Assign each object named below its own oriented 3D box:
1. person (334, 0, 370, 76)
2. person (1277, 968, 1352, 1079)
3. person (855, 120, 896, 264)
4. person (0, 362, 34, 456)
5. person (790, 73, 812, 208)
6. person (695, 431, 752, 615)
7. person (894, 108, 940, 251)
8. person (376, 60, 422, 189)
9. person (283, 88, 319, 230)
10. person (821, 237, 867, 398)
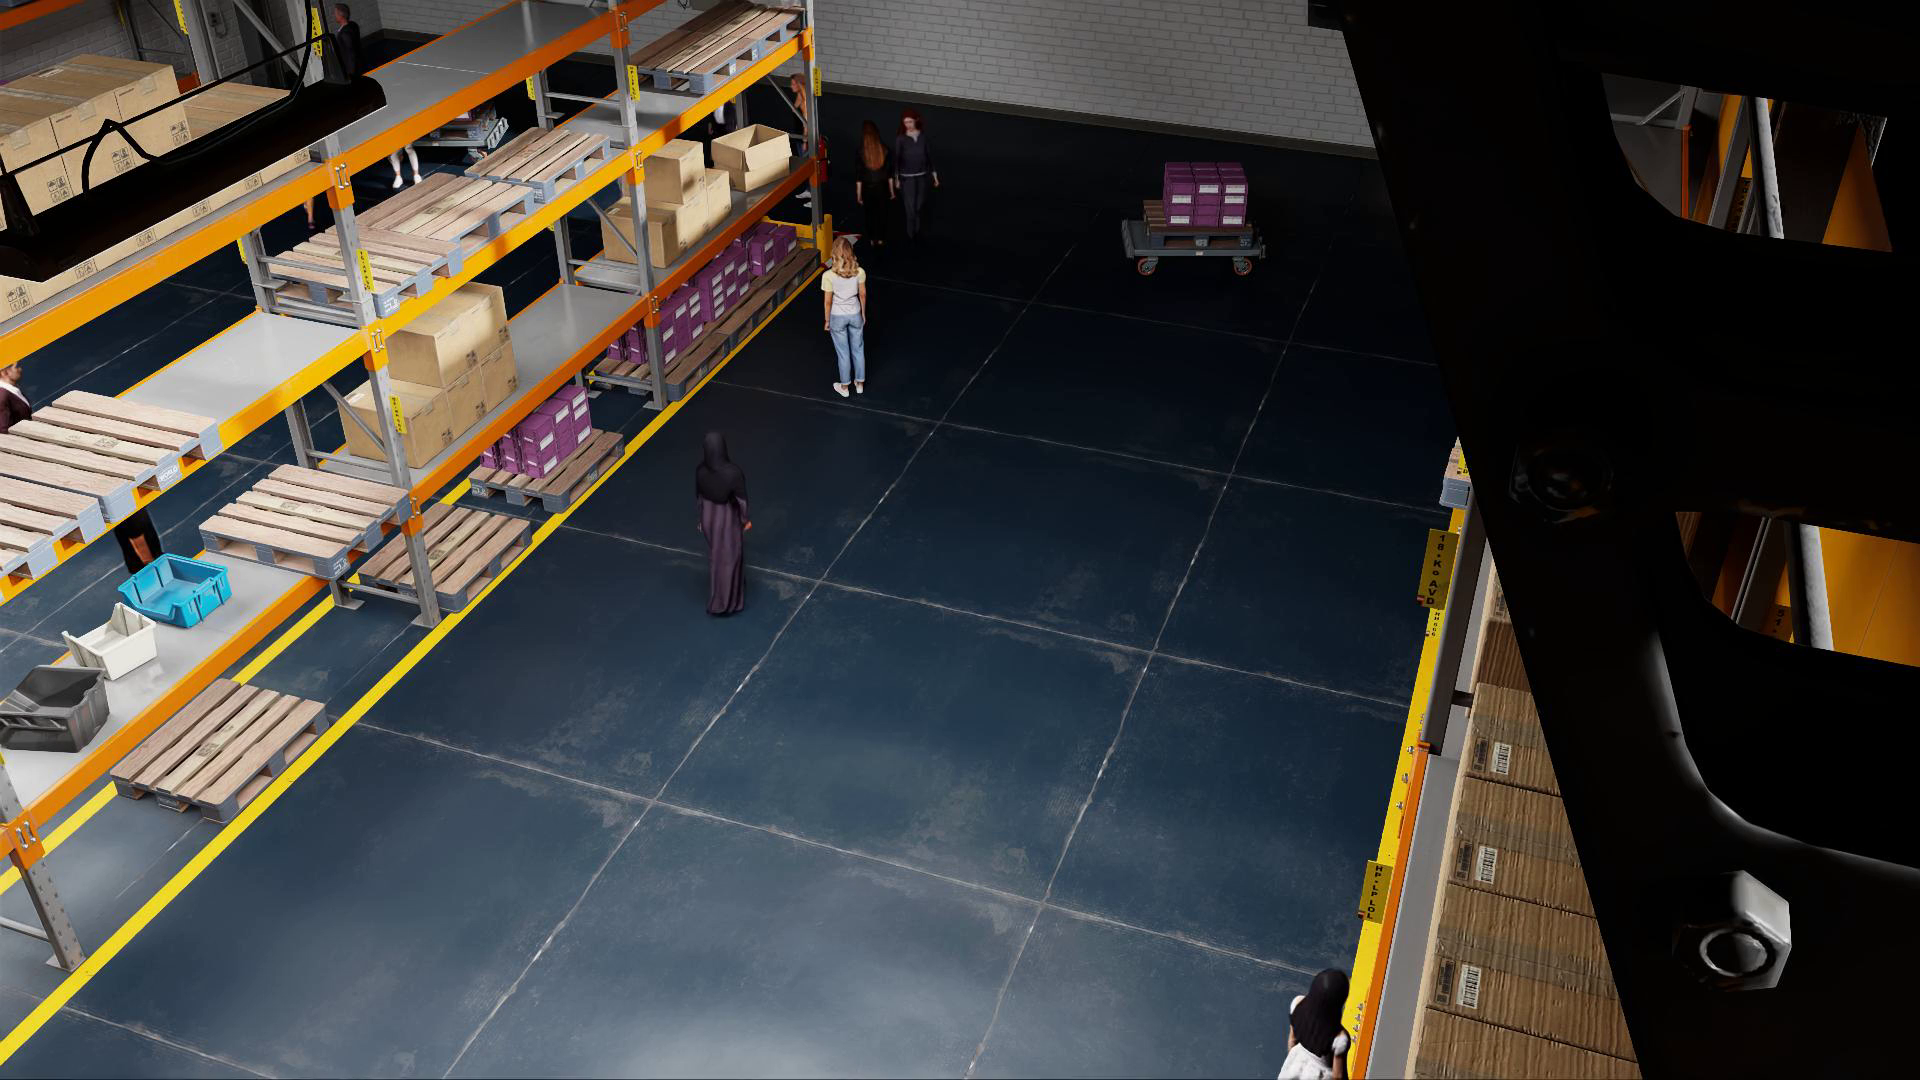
[{"bbox_3d":[-8.545,-6.654,23.470,0.859,1.841,0.729,-5,34,-7],"label":"person"},{"bbox_3d":[1.906,2.985,9.034,0.816,1.769,0.782,-22,39,-29],"label":"person"},{"bbox_3d":[-1.008,-4.121,19.802,0.892,1.683,1.129,-2,34,-3],"label":"person"},{"bbox_3d":[-8.255,-0.759,14.597,0.872,1.846,0.809,-12,35,-17],"label":"person"},{"bbox_3d":[-1.970,-5.140,21.303,0.712,1.718,0.642,-12,36,-18],"label":"person"},{"bbox_3d":[-2.004,-0.143,13.884,0.650,1.610,0.885,18,38,25],"label":"person"},{"bbox_3d":[-0.607,-4.391,20.133,0.751,1.766,0.820,-19,38,-26],"label":"person"},{"bbox_3d":[-7.396,-5.461,21.797,0.663,1.706,0.672,-2,34,-4],"label":"person"},{"bbox_3d":[-8.218,-4.708,20.672,0.949,1.699,1.087,-9,35,-14],"label":"person"},{"bbox_3d":[-1.162,-2.271,16.983,0.706,1.722,0.754,-13,36,-18],"label":"person"}]
